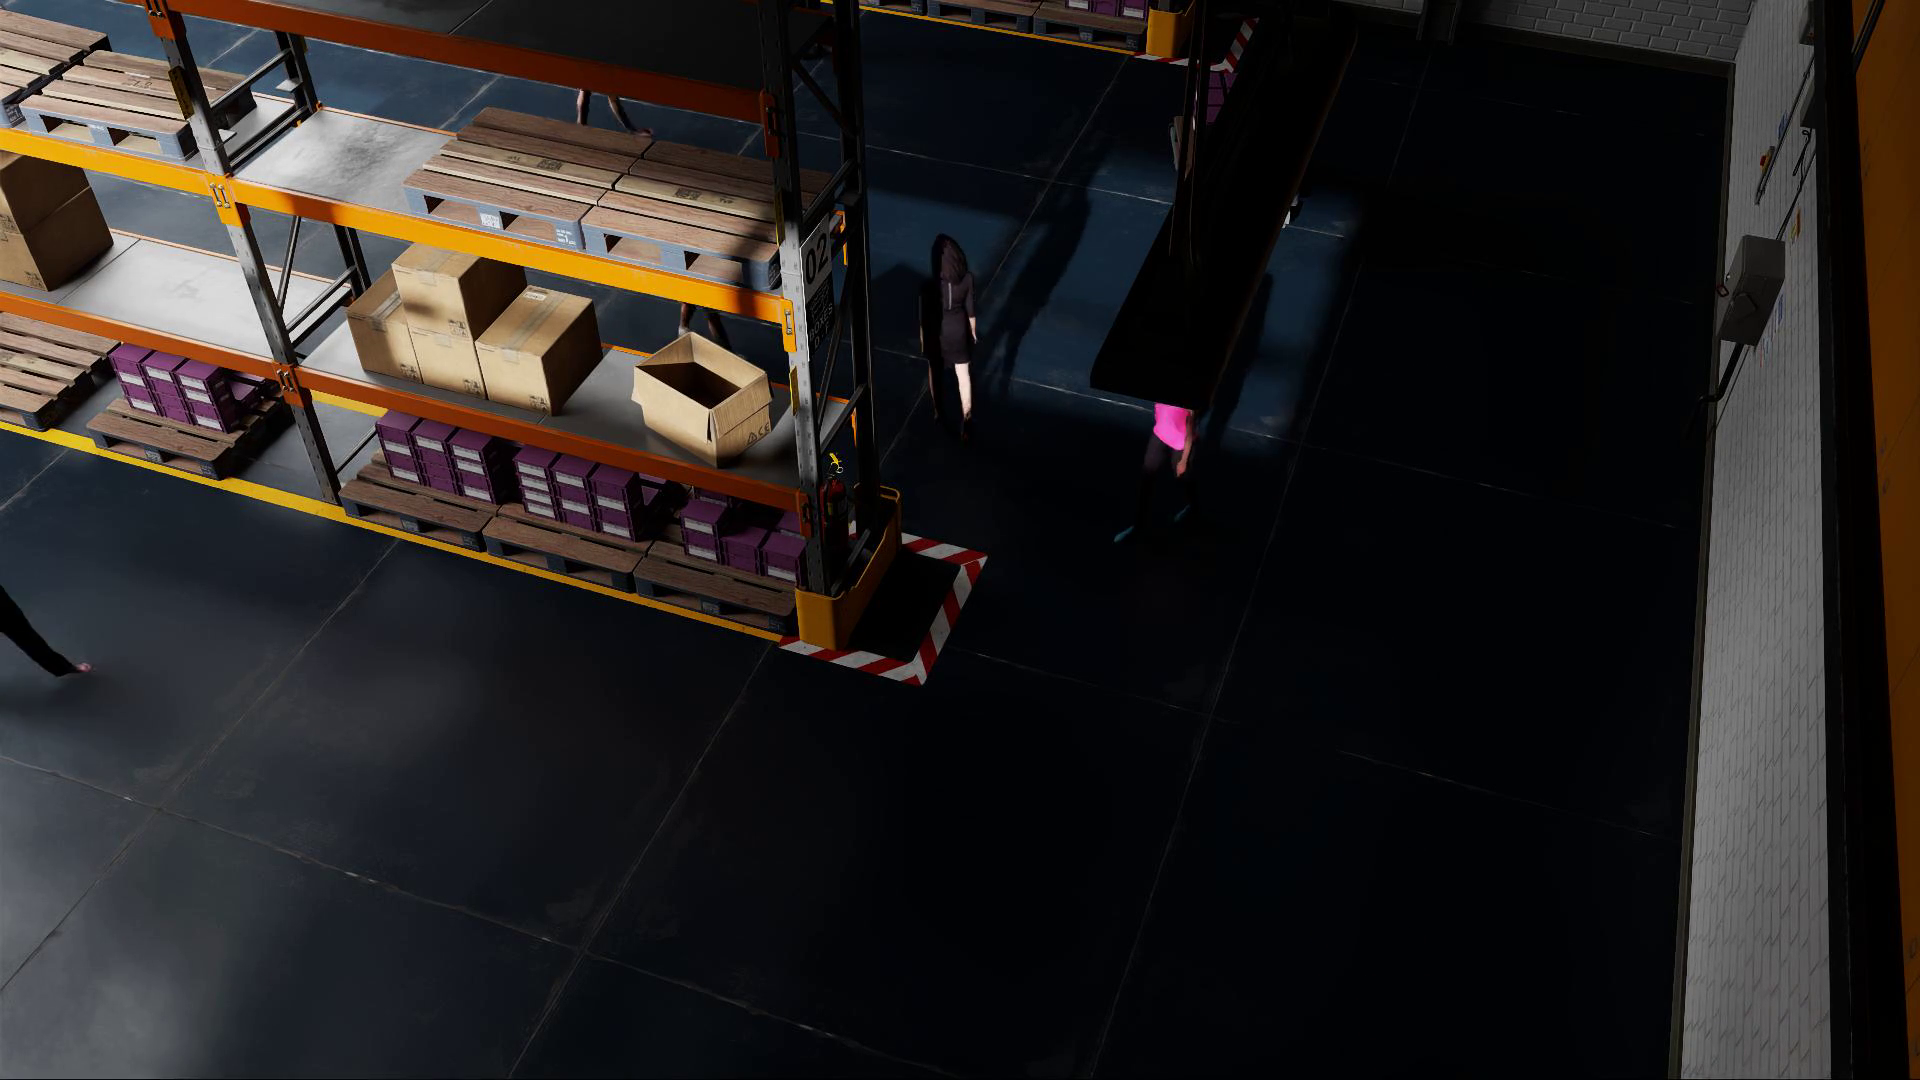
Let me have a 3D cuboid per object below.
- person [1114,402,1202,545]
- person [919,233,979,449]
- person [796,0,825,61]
[{"bbox_3d":[1.570,-0.712,11.702,0.968,1.697,0.992,-26,49,-25],"label":"person"},{"bbox_3d":[-0.065,-1.425,12.384,0.985,1.789,0.960,-9,44,-9],"label":"person"},{"bbox_3d":[-1.578,-5.727,16.994,0.626,1.658,0.723,-10,45,-10],"label":"person"}]
